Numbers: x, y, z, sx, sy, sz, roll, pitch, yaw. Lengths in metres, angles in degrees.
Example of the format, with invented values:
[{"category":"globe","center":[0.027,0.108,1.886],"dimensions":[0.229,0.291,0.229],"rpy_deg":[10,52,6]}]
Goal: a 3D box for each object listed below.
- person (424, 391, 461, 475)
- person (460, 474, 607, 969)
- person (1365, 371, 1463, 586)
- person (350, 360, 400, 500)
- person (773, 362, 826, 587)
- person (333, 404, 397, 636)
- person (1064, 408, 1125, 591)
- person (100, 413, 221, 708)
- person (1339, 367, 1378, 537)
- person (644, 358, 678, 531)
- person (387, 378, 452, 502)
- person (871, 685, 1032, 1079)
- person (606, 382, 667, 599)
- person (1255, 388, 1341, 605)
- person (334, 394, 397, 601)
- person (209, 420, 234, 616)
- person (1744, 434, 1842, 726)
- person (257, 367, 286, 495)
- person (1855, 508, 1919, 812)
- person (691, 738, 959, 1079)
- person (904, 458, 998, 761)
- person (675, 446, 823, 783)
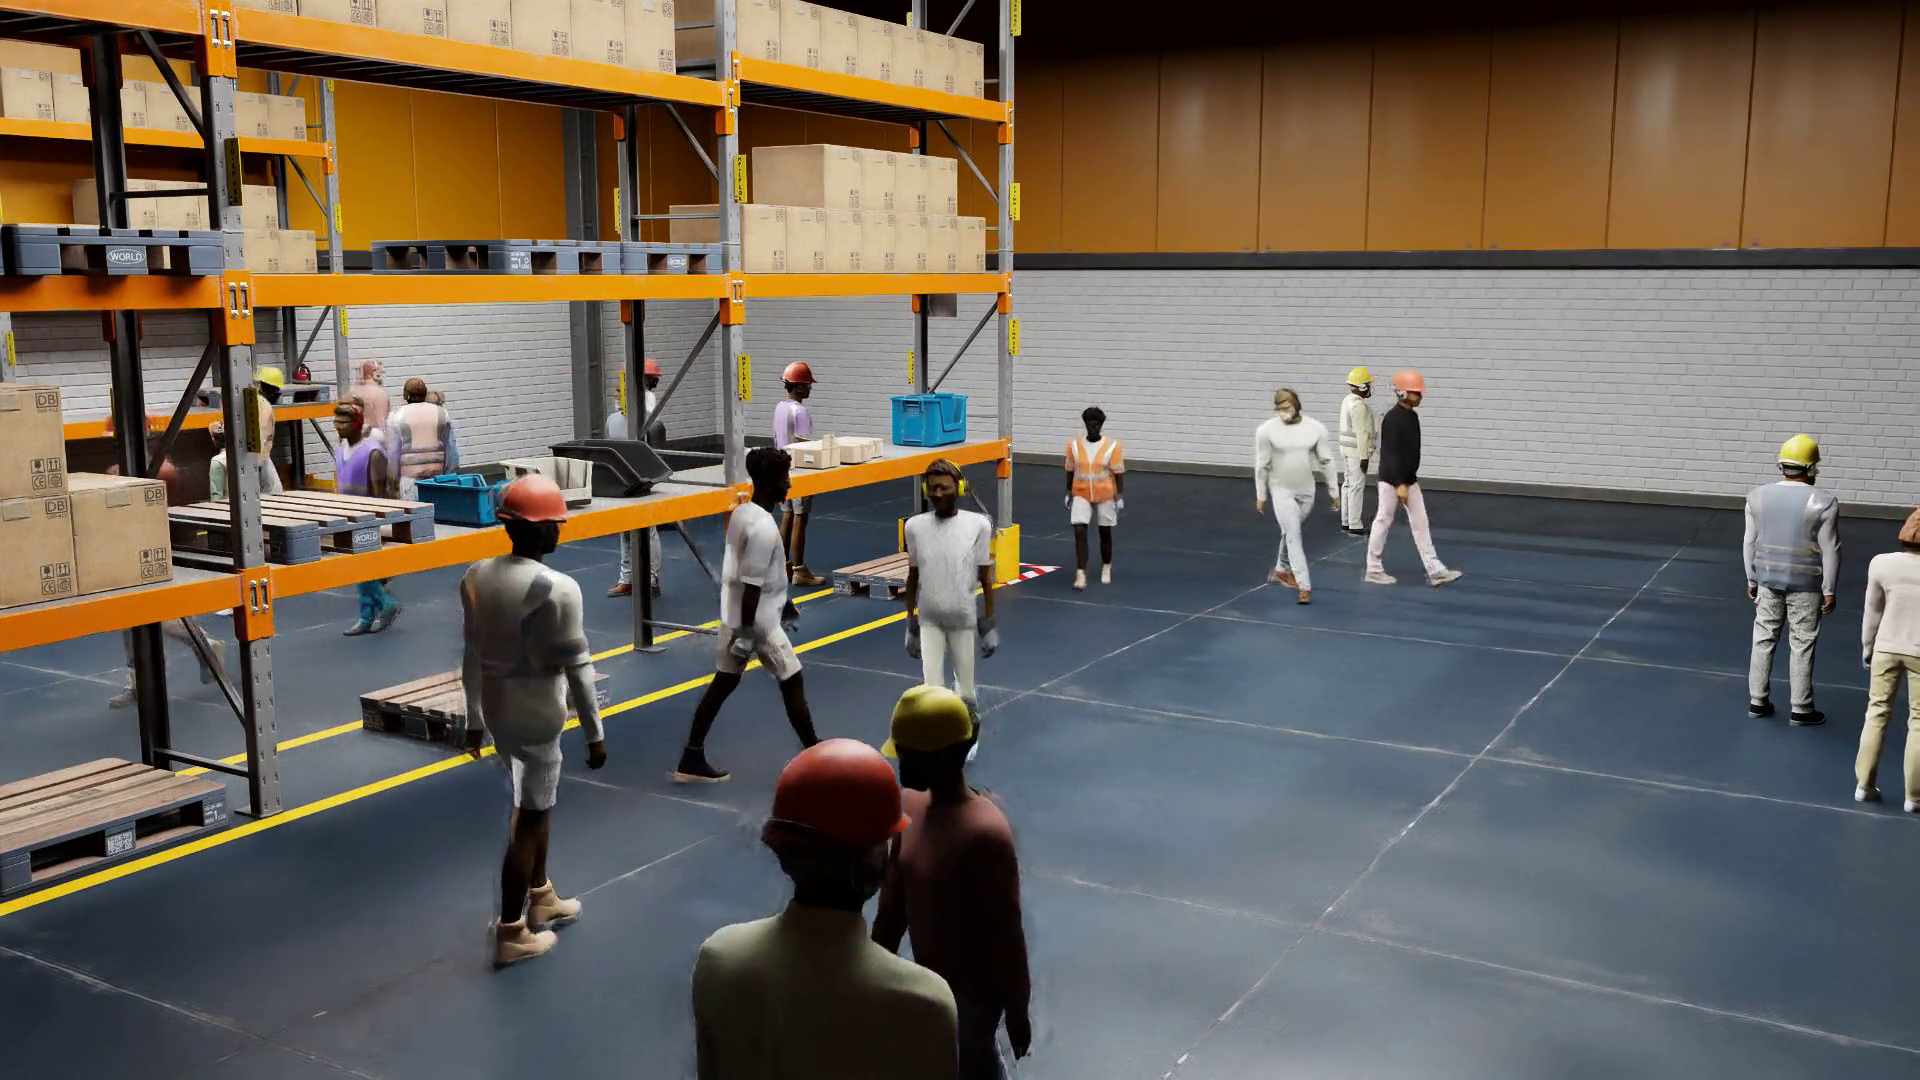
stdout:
[{"category":"person","center":[-5.616,-0.787,17.736],"dimensions":[0.533,1.593,0.869],"rpy_deg":[5,10,28]},{"category":"person","center":[-1.732,0.730,6.932],"dimensions":[0.633,2.013,0.759],"rpy_deg":[6,11,34]},{"category":"person","center":[4.082,-0.530,14.982],"dimensions":[0.953,1.952,0.649],"rpy_deg":[8,12,42]},{"category":"person","center":[-6.414,-1.057,18.499],"dimensions":[0.675,1.877,0.812],"rpy_deg":[7,11,36]},{"category":"person","center":[-1.468,-0.596,15.135],"dimensions":[0.374,2.043,0.614],"rpy_deg":[-5,11,-30]},{"category":"person","center":[-4.692,-0.153,13.014],"dimensions":[0.602,1.831,0.450],"rpy_deg":[8,12,41]},{"category":"person","center":[1.196,-0.370,14.954],"dimensions":[0.558,1.630,0.871],"rpy_deg":[2,9,13]},{"category":"person","center":[-5.339,0.099,11.017],"dimensions":[0.627,1.972,0.681],"rpy_deg":[4,10,23]},{"category":"person","center":[4.316,-0.953,18.003],"dimensions":[0.404,1.837,0.590],"rpy_deg":[0,9,-2]},{"category":"person","center":[-3.429,-1.014,18.124],"dimensions":[0.749,1.918,0.587],"rpy_deg":[-4,10,-23]},{"category":"person","center":[-5.223,-0.645,16.072],"dimensions":[0.625,1.844,0.429],"rpy_deg":[-7,12,-38]},{"category":"person","center":[-0.090,1.246,4.627],"dimensions":[0.893,1.713,0.548],"rpy_deg":[-5,10,-28]},{"category":"person","center":[-2.839,-0.443,14.507],"dimensions":[0.635,1.936,0.353],"rpy_deg":[5,10,29]},{"category":"person","center":[2.939,-0.412,14.604],"dimensions":[0.735,1.859,1.065],"rpy_deg":[-1,9,-8]},{"category":"person","center":[-5.113,-0.349,14.288],"dimensions":[0.591,1.820,0.515],"rpy_deg":[4,10,26]},{"category":"person","center":[-6.042,-0.180,13.829],"dimensions":[0.314,1.629,0.509],"rpy_deg":[0,9,3]},{"category":"person","center":[5.247,0.252,10.486],"dimensions":[0.403,1.837,0.590],"rpy_deg":[-7,12,-38]},{"category":"person","center":[-7.498,-0.909,17.716],"dimensions":[0.966,1.848,0.740],"rpy_deg":[-8,12,-43]},{"category":"person","center":[5.043,0.626,8.823],"dimensions":[0.284,1.626,0.500],"rpy_deg":[-8,12,-40]},{"category":"person","center":[-0.259,1.358,3.143],"dimensions":[0.631,1.974,0.518],"rpy_deg":[6,11,35]},{"category":"person","center":[-0.048,0.448,9.236],"dimensions":[0.530,1.848,0.721],"rpy_deg":[1,9,8]},{"category":"person","center":[-1.117,0.422,9.229],"dimensions":[1.037,1.909,0.611],"rpy_deg":[-4,10,-24]}]
